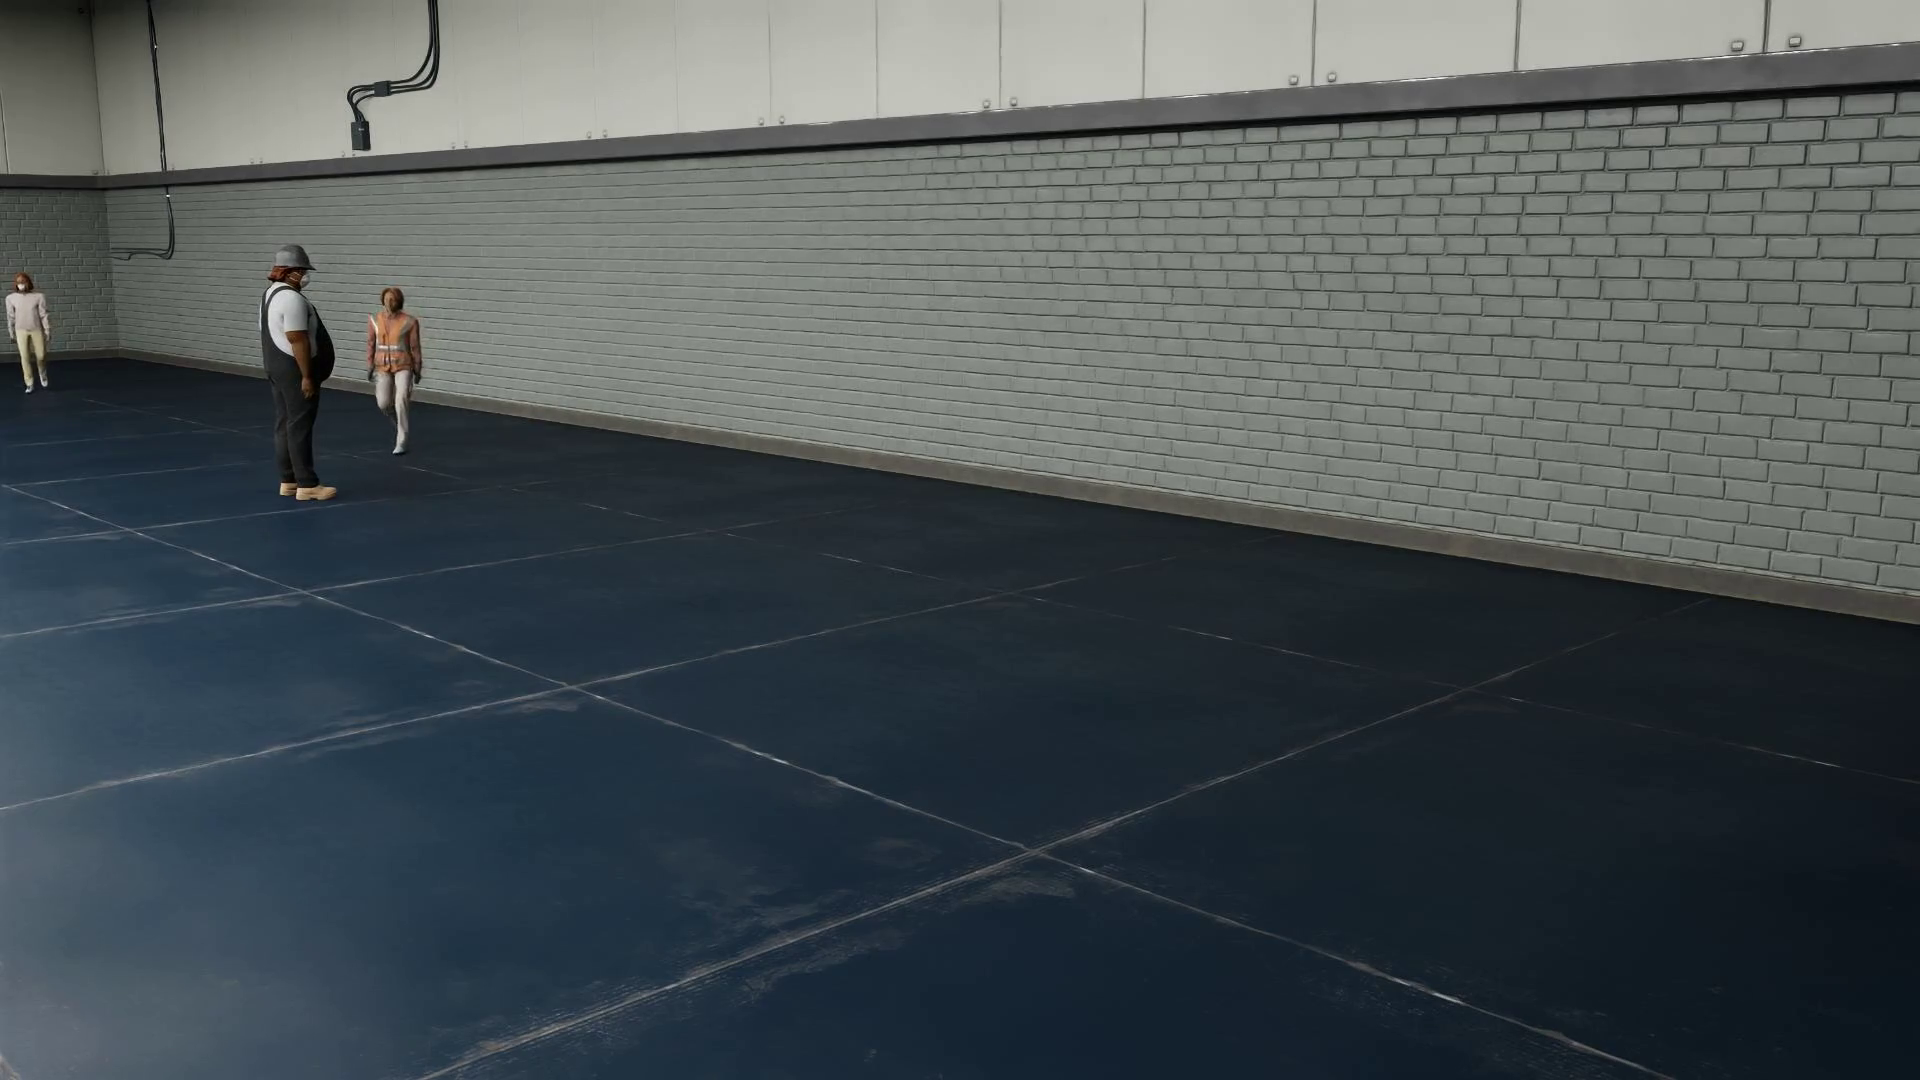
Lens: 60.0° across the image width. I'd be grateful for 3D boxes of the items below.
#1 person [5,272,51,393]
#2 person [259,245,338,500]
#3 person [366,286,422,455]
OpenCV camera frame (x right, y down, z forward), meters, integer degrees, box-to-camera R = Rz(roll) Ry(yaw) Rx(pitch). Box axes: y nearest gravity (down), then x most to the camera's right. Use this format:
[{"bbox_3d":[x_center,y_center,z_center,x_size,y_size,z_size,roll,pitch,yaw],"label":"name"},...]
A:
[{"bbox_3d":[-12.608,-2.815,22.539,0.516,1.617,0.465,-4,11,-21],"label":"person"},{"bbox_3d":[-5.347,-1.346,13.483,0.536,2.000,0.680,-8,13,-38],"label":"person"},{"bbox_3d":[-5.521,-1.677,16.306,0.520,1.621,0.614,0,10,2],"label":"person"}]
